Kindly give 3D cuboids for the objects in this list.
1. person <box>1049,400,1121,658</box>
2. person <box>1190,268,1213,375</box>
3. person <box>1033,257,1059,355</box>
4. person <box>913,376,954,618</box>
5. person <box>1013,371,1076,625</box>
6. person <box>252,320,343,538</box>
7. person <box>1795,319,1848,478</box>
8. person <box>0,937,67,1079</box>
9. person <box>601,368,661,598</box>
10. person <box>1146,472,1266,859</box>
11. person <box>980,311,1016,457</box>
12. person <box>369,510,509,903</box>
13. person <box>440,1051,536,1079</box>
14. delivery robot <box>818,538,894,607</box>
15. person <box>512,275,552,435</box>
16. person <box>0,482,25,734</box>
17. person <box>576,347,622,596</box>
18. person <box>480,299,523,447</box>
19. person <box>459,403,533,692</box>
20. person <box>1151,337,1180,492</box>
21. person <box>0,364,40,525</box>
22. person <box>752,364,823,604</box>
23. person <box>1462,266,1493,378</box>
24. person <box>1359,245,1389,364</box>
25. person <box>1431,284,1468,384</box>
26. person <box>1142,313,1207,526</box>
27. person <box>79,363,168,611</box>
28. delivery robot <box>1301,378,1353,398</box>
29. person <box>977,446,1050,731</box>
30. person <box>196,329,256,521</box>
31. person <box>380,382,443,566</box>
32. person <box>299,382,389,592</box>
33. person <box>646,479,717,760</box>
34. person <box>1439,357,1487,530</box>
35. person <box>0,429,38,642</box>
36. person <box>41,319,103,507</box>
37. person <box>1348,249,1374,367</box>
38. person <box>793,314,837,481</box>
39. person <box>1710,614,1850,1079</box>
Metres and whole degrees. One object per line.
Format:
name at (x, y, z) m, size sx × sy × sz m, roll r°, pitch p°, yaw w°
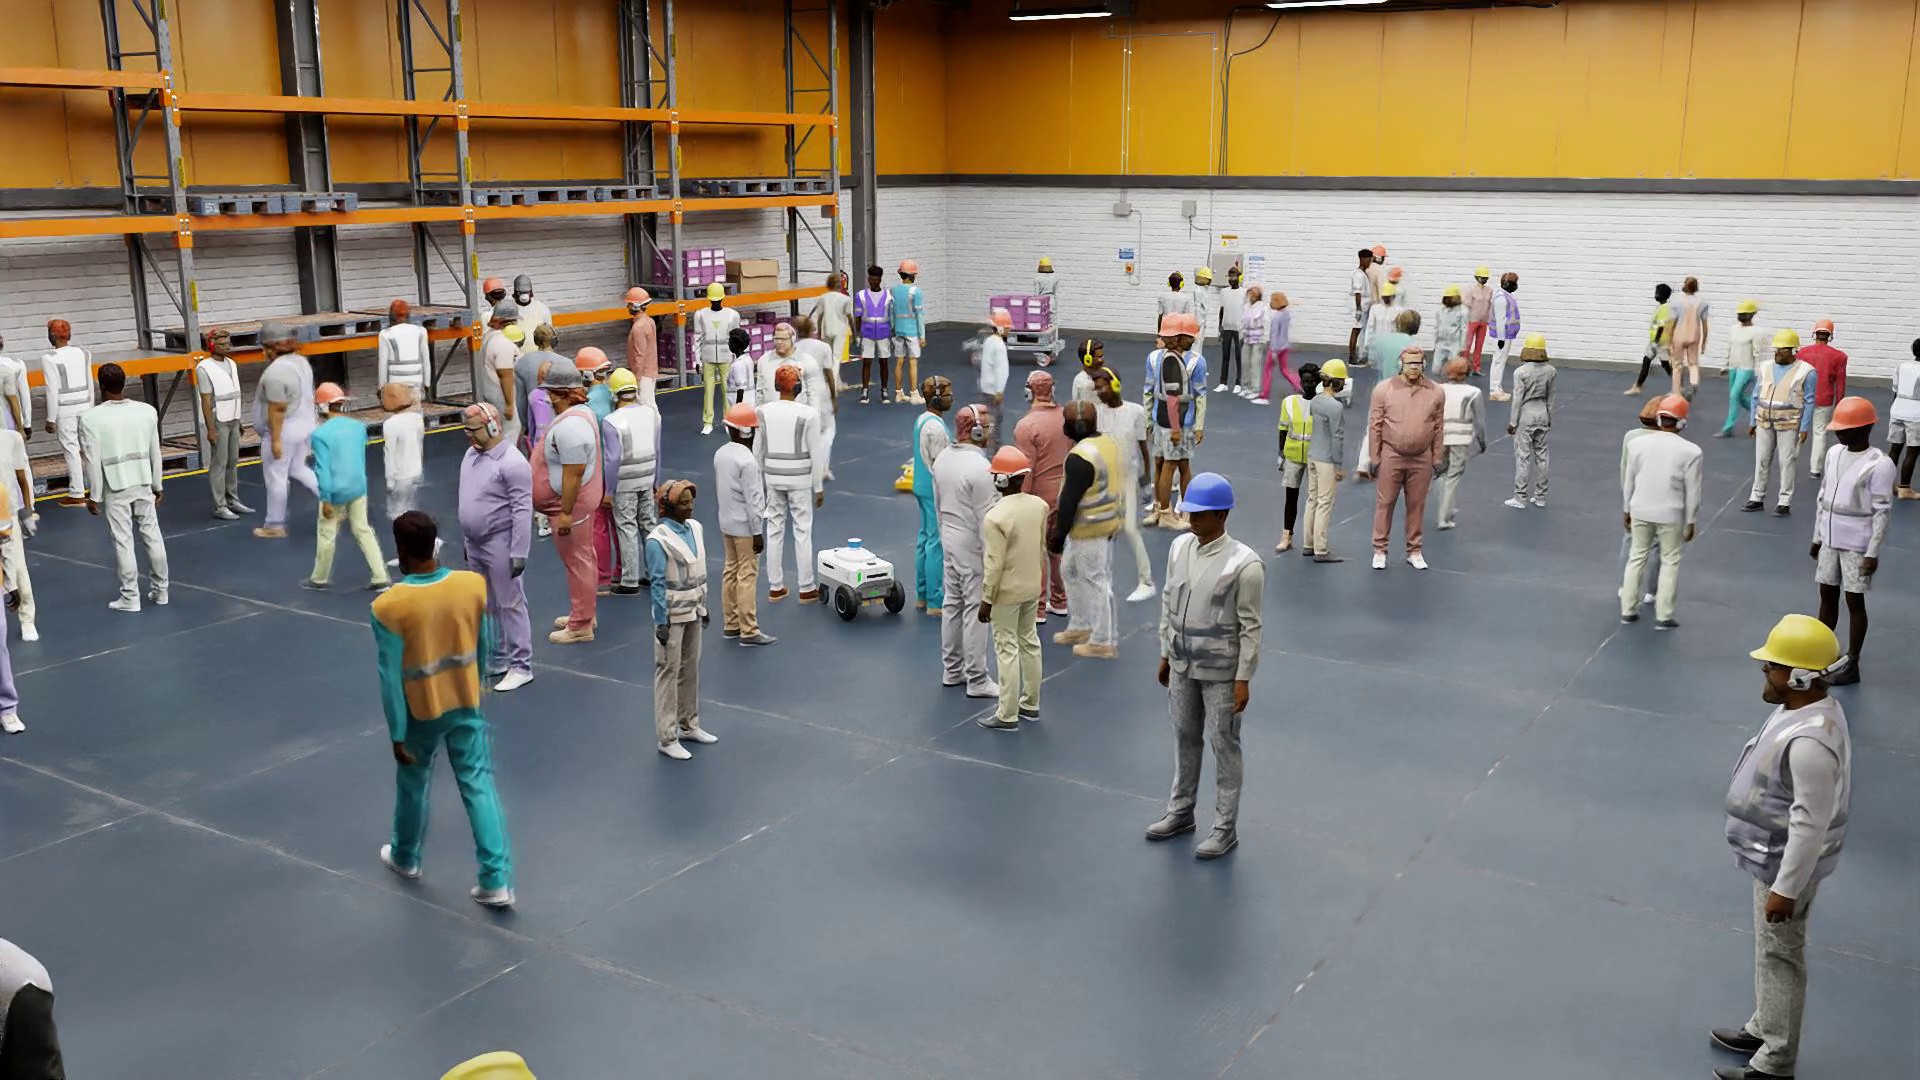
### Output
person at (0.813, -0.075, 11.614) m, size 0.632 × 1.818 × 0.625 m, roll 4°, pitch 14°, yaw 18°
person at (3.858, -3.469, 26.522) m, size 0.322 × 1.735 × 0.486 m, roll 5°, pitch 14°, yaw 21°
person at (1.506, -4.111, 29.317) m, size 0.484 × 1.735 × 0.342 m, roll -6°, pitch 14°, yaw -26°
person at (-0.181, -0.330, 12.667) m, size 0.346 × 1.846 × 0.506 m, roll -4°, pitch 14°, yaw -17°
person at (0.596, -0.320, 12.497) m, size 0.403 × 1.903 × 0.652 m, roll 11°, pitch 17°, yaw 40°
person at (-6.147, -1.028, 15.265) m, size 0.729 × 2.000 × 0.693 m, roll 1°, pitch 13°, yaw 6°
person at (9.334, -1.543, 18.167) m, size 0.576 × 1.737 × 0.355 m, roll 5°, pitch 14°, yaw 22°
person at (-2.461, 1.596, 4.164) m, size 0.591 × 1.913 × 0.391 m, roll 4°, pitch 14°, yaw 18°
person at (-2.628, -0.454, 13.239) m, size 0.404 × 1.827 × 0.600 m, roll 8°, pitch 15°, yaw 32°
person at (1.231, 0.618, 8.326) m, size 0.389 × 1.949 × 0.604 m, roll -11°, pitch 17°, yaw -40°
person at (0.334, -1.783, 19.236) m, size 0.615 × 1.727 × 0.574 m, roll -3°, pitch 13°, yaw -13°
person at (-2.464, 0.775, 7.838) m, size 0.604 × 1.873 × 0.977 m, roll -11°, pitch 17°, yaw -40°
person at (-0.936, 1.859, 3.370) m, size 0.339 × 1.761 × 0.524 m, roll -6°, pitch 14°, yaw -23°
delivery robot at (-0.812, 0.232, 12.850) m, size 0.477 × 0.478 × 0.707 m, roll -8°, pitch 15°, yaw -31°
person at (-5.453, -2.324, 20.888) m, size 0.683 × 2.000 × 0.536 m, roll -3°, pitch 13°, yaw -15°
person at (-5.934, 0.266, 9.934) m, size 0.397 × 1.919 × 0.582 m, roll 12°, pitch 18°, yaw 43°
person at (-2.881, -0.551, 13.320) m, size 0.406 × 1.987 × 0.615 m, roll 6°, pitch 14°, yaw 24°
person at (-4.698, -1.502, 17.323) m, size 0.536 × 2.000 × 0.688 m, roll -7°, pitch 15°, yaw -29°
person at (-3.079, 0.040, 10.939) m, size 0.651 × 1.901 × 0.409 m, roll 11°, pitch 17°, yaw 40°
person at (2.179, -1.319, 17.428) m, size 0.317 × 1.631 × 0.525 m, roll -3°, pitch 13°, yaw -14°
person at (-9.134, -1.048, 15.778) m, size 0.507 × 1.847 × 0.351 m, roll 1°, pitch 13°, yaw 4°
person at (-1.338, -0.433, 13.031) m, size 0.576 × 1.881 × 0.352 m, roll 4°, pitch 14°, yaw 18°
person at (8.252, -3.471, 26.462) m, size 0.527 × 1.768 × 0.331 m, roll -5°, pitch 14°, yaw -22°
person at (7.019, -3.985, 28.198) m, size 0.396 × 1.990 × 0.621 m, roll -5°, pitch 14°, yaw -20°
person at (6.825, -2.704, 23.215) m, size 0.504 × 1.723 × 0.389 m, roll 12°, pitch 17°, yaw 41°
person at (1.990, -1.110, 15.622) m, size 0.616 × 2.039 × 0.389 m, roll 7°, pitch 15°, yaw 29°
person at (-6.424, -0.402, 12.818) m, size 0.394 × 1.919 × 0.590 m, roll 9°, pitch 16°, yaw 34°
delivery robot at (5.104, -2.141, 23.141) m, size 0.707 × 0.478 × 0.477 m, roll -6°, pitch 14°, yaw -24°
person at (0.304, 0.293, 10.161) m, size 0.327 × 1.753 × 0.561 m, roll 10°, pitch 17°, yaw 38°
person at (-7.147, -1.122, 16.099) m, size 0.373 × 1.843 × 0.570 m, roll 1°, pitch 13°, yaw 4°
person at (-4.664, -0.533, 14.064) m, size 0.530 × 1.620 × 0.500 m, roll 3°, pitch 13°, yaw 13°
person at (-4.965, -0.414, 13.336) m, size 0.829 × 1.709 × 0.576 m, roll 6°, pitch 14°, yaw 25°
person at (-1.639, 0.450, 9.731) m, size 0.305 × 1.640 × 0.522 m, roll 5°, pitch 14°, yaw 21°
person at (4.725, -0.923, 15.756) m, size 0.513 × 1.614 × 0.739 m, roll 12°, pitch 18°, yaw 43°
person at (-6.919, -0.163, 11.923) m, size 0.503 × 1.861 × 0.327 m, roll -7°, pitch 15°, yaw -29°
person at (-8.907, -1.269, 16.657) m, size 0.354 × 1.883 × 0.572 m, roll 4°, pitch 14°, yaw 17°
person at (6.694, -3.887, 27.841) m, size 0.377 × 1.960 × 0.609 m, roll 4°, pitch 14°, yaw 16°
person at (-1.566, -1.522, 17.897) m, size 0.532 × 1.829 × 0.404 m, roll 6°, pitch 14°, yaw 23°
person at (3.053, 1.168, 6.194) m, size 0.404 × 1.830 × 0.602 m, roll 6°, pitch 14°, yaw 23°
